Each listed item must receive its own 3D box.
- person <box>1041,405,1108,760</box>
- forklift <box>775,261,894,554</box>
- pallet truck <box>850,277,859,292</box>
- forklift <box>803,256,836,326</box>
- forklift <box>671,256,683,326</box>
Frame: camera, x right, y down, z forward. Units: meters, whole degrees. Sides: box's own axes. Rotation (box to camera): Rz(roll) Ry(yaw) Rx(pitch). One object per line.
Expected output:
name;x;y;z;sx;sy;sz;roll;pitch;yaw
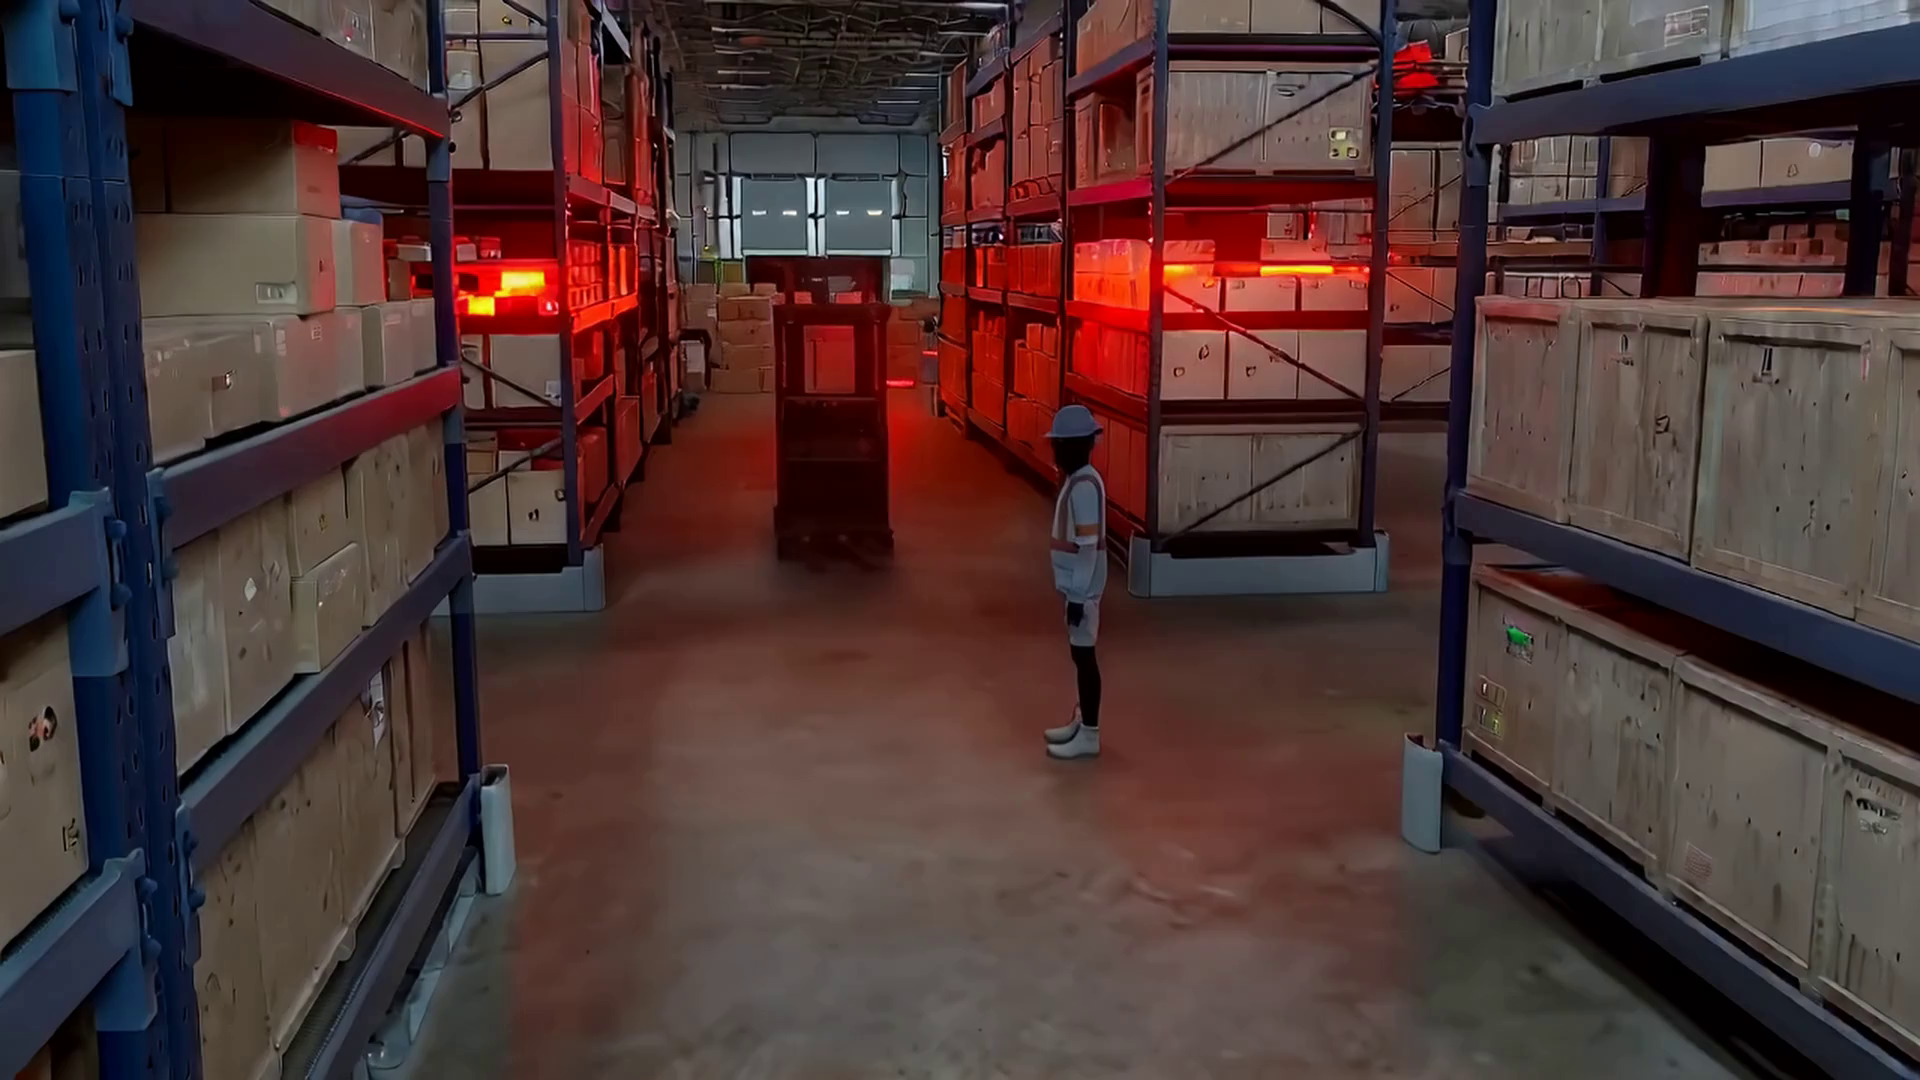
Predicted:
person;0.657;0.246;9.568;0.391;2.045;0.608;1;10;5
forklift;-1.304;-1.391;16.661;1.129;2.768;1.873;-1;10;-7
pallet truck;-3.782;-9.391;65.808;1.885;1.965;0.823;2;10;10
forklift;-5.026;-8.560;58.401;1.129;2.768;1.873;-9;13;-41
forklift;-11.356;-9.574;64.303;1.129;2.768;1.873;-1;10;-7
